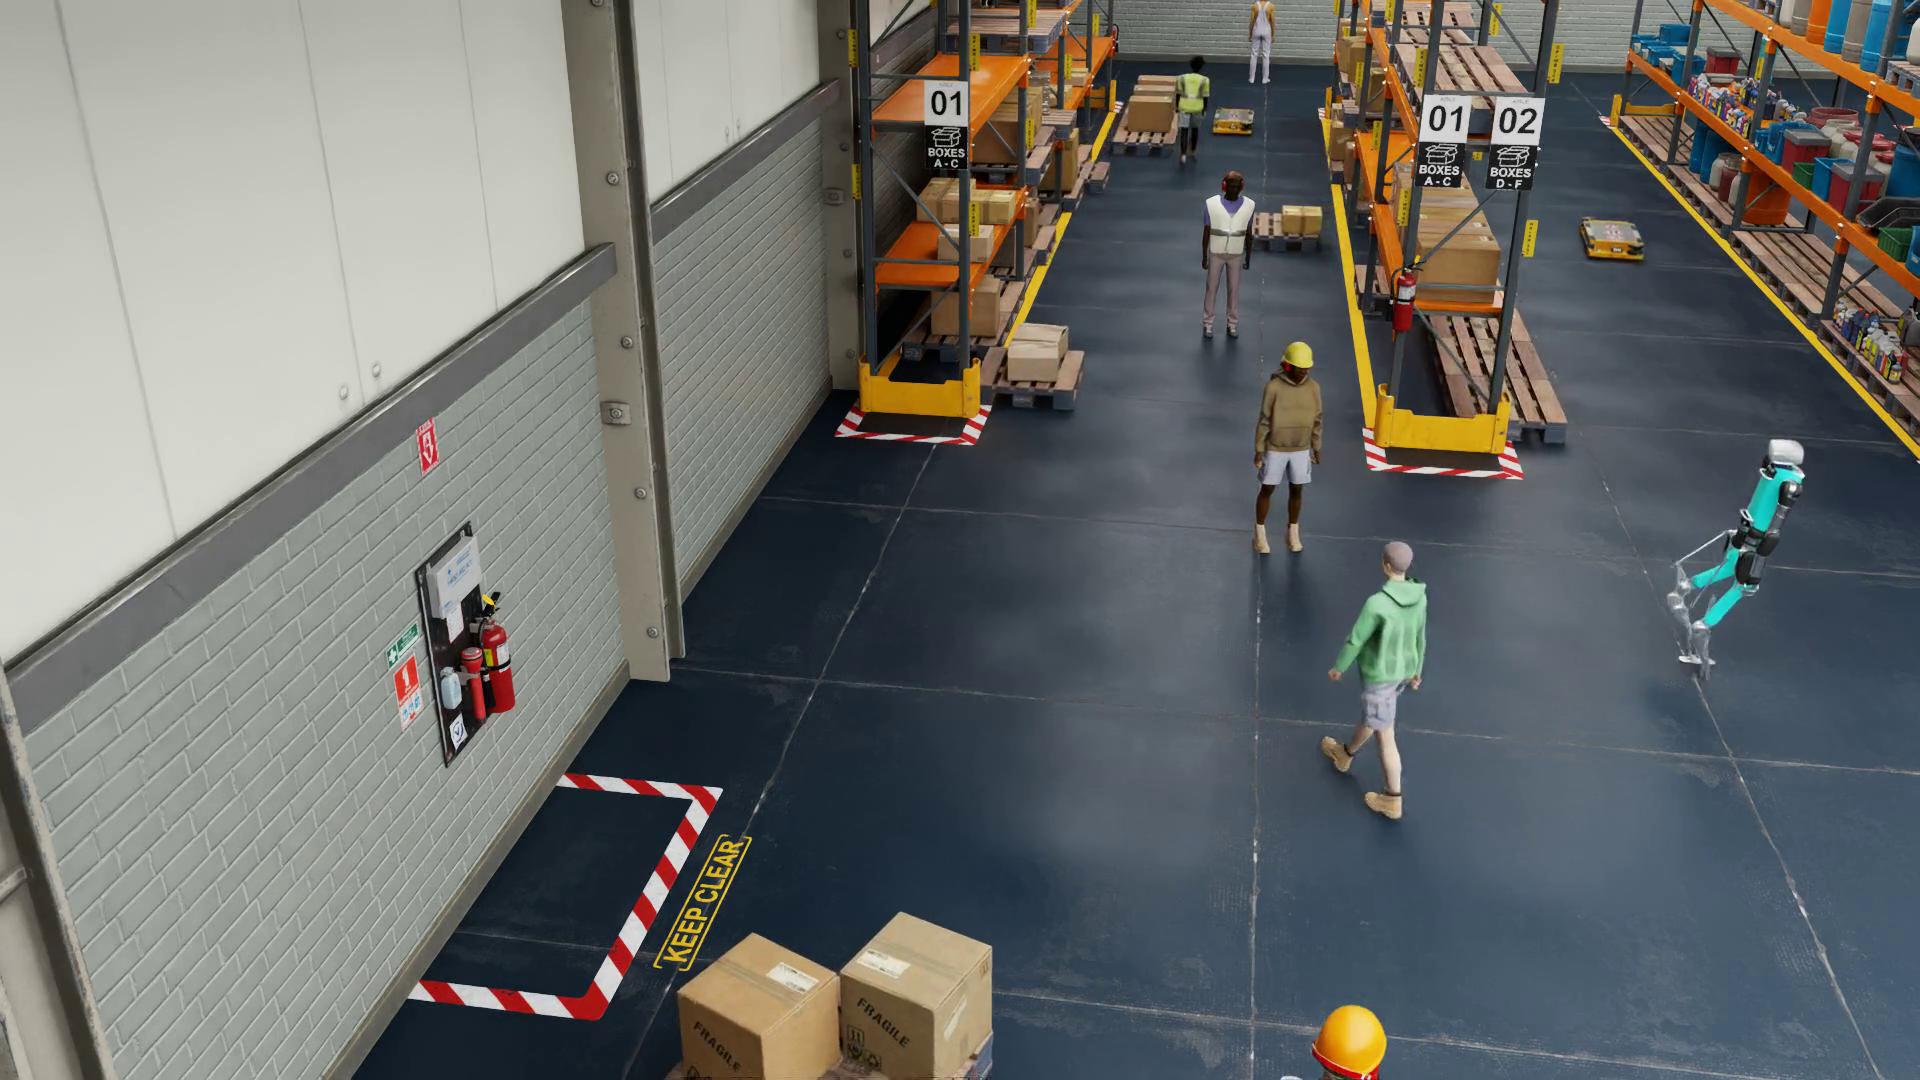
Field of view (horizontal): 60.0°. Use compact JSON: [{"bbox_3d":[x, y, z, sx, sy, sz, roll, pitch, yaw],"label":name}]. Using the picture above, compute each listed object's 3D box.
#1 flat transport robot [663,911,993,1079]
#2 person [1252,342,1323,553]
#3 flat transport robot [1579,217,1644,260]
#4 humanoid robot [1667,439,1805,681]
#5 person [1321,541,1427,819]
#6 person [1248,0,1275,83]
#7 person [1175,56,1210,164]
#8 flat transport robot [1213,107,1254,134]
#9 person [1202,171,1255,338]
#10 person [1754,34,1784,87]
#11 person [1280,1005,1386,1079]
[{"bbox_3d":[-0.611,2.650,7.685,0.659,0.231,1.431,12,27,23],"label":"flat transport robot"},{"bbox_3d":[2.598,-0.744,13.197,0.556,1.756,0.413,-2,25,-3],"label":"person"},{"bbox_3d":[8.538,-3.948,21.808,0.659,0.231,1.431,6,26,13],"label":"flat transport robot"},{"bbox_3d":[5.179,0.191,11.337,0.754,1.876,0.543,4,25,8],"label":"humanoid robot"},{"bbox_3d":[2.459,0.780,9.988,0.475,1.707,0.849,-17,30,-32],"label":"person"},{"bbox_3d":[5.968,-9.997,32.873,0.520,1.863,0.376,6,26,13],"label":"person"},{"bbox_3d":[3.663,-6.808,26.301,0.547,1.649,0.882,4,25,9],"label":"person"},{"bbox_3d":[4.767,-7.291,28.962,0.659,0.231,1.431,4,25,9],"label":"flat transport robot"},{"bbox_3d":[2.914,-3.126,18.198,0.559,1.839,0.388,-1,25,-3],"label":"person"},{"bbox_3d":[15.845,-9.758,32.474,0.305,1.767,0.532,-18,31,-34],"label":"person"},{"bbox_3d":[1.342,2.493,6.102,0.583,1.894,0.373,14,28,27],"label":"person"}]
